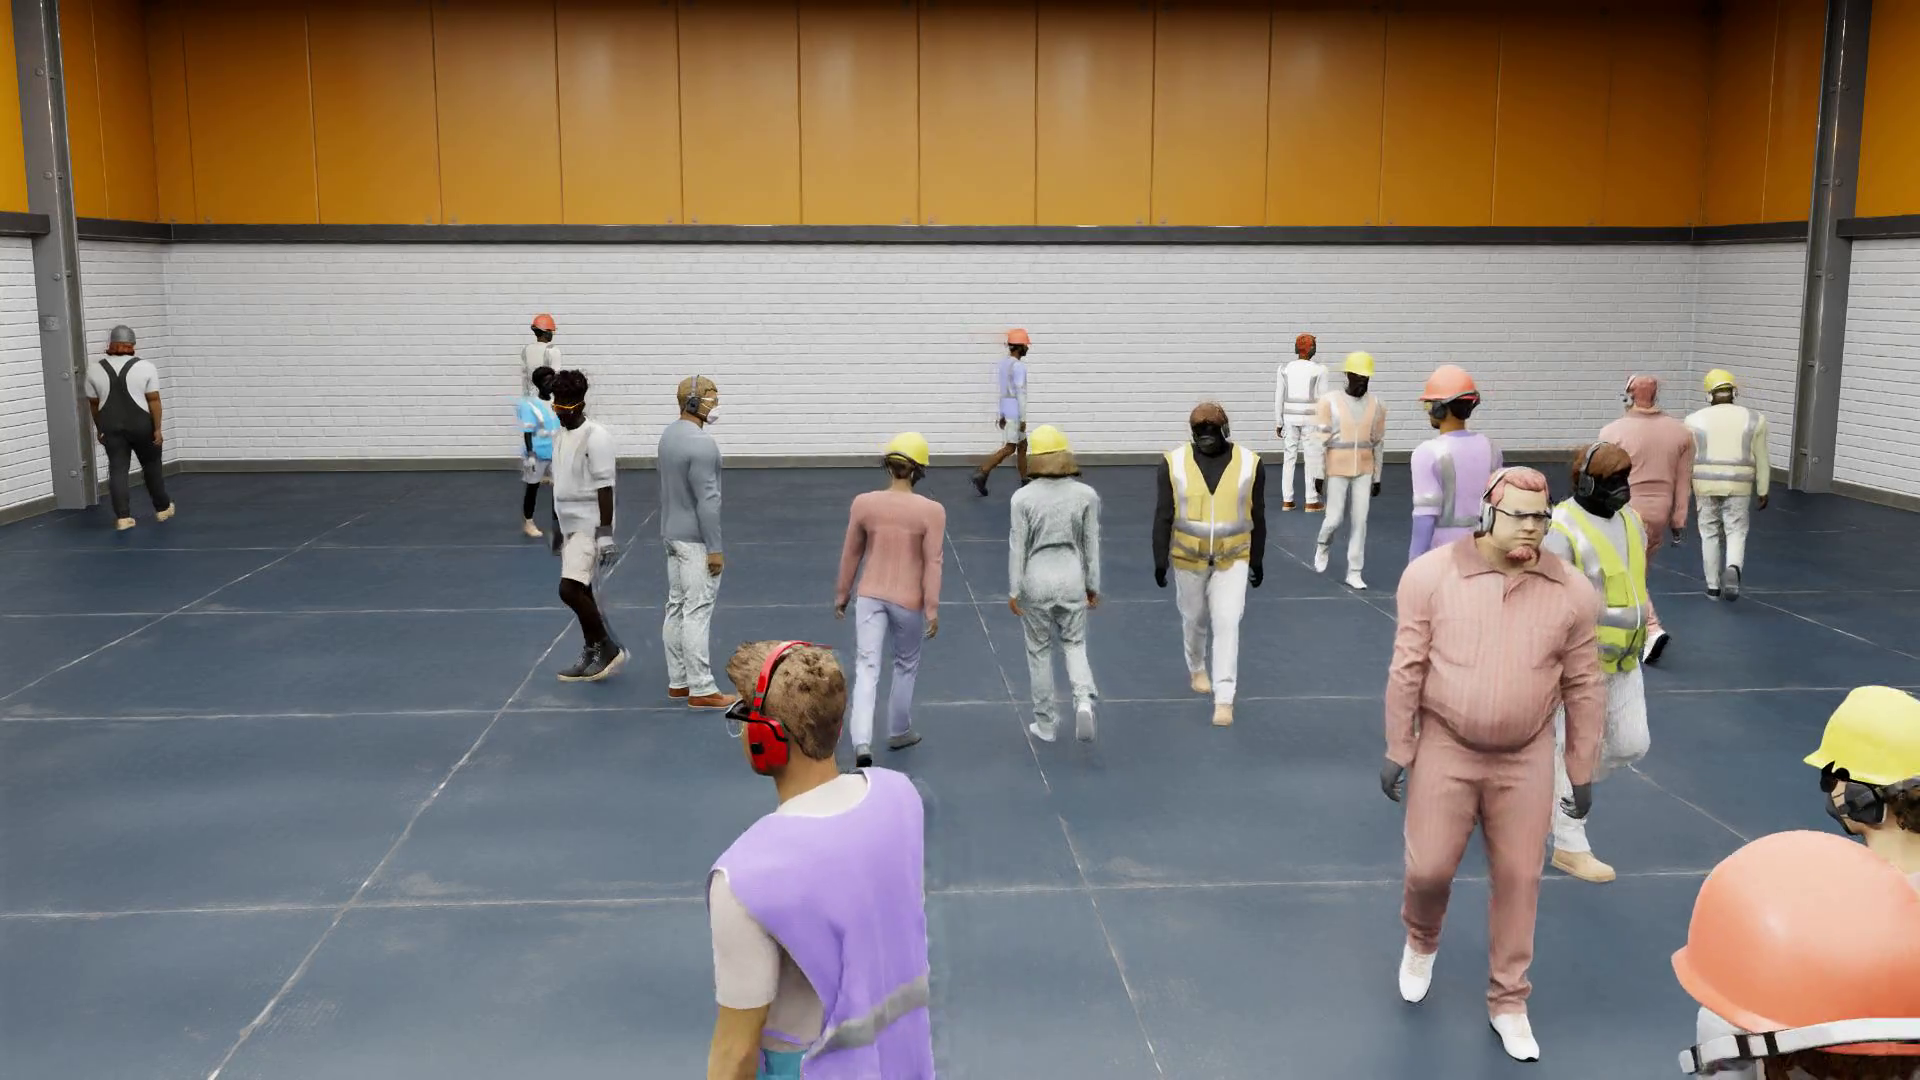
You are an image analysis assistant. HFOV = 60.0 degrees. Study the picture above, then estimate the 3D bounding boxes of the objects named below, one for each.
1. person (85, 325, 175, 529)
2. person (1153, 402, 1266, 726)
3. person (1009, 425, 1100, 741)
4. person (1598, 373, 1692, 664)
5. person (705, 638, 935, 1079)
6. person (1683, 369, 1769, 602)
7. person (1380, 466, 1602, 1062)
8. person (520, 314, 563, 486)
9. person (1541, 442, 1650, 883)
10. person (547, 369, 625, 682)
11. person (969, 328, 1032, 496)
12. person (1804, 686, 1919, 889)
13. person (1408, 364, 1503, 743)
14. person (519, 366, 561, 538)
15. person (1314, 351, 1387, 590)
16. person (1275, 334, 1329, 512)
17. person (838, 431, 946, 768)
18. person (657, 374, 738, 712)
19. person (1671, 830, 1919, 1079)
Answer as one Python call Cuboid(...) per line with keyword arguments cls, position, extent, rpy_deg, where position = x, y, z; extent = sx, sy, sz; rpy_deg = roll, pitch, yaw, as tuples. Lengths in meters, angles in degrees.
Cuboid(cls="person", position=(-8.284, -1.161, 16.646), extent=(0.711, 2.000, 0.944), rpy_deg=(-1, 9, -7))
Cuboid(cls="person", position=(1.437, 0.088, 9.604), extent=(0.642, 1.799, 0.942), rpy_deg=(1, 9, 8))
Cuboid(cls="person", position=(0.514, 0.254, 8.799), extent=(0.493, 1.717, 0.541), rpy_deg=(-2, 9, -12))
Cuboid(cls="person", position=(4.452, -0.151, 10.873), extent=(0.646, 1.871, 0.898), rpy_deg=(-2, 9, -10))
Cuboid(cls="person", position=(-0.275, 1.088, 3.190), extent=(0.449, 1.829, 0.586), rpy_deg=(5, 11, 31))
Cuboid(cls="person", position=(5.790, -0.391, 12.618), extent=(0.643, 1.788, 0.666), rpy_deg=(4, 10, 22))
Cuboid(cls="person", position=(1.729, 0.699, 5.418), extent=(0.698, 1.894, 0.548), rpy_deg=(1, 9, 5))
Cuboid(cls="person", position=(-4.927, -1.663, 19.796), extent=(0.610, 2.043, 0.375), rpy_deg=(5, 10, 28))
Cuboid(cls="person", position=(2.610, 0.494, 6.925), extent=(0.645, 1.823, 0.460), rpy_deg=(-6, 11, -34))
Cuboid(cls="person", position=(-2.317, -0.070, 10.117), extent=(0.424, 1.936, 0.670), rpy_deg=(-7, 11, -36))
Cuboid(cls="person", position=(0.535, -1.440, 18.827), extent=(0.883, 1.915, 0.559), rpy_deg=(-3, 9, -16))
Cuboid(cls="person", position=(1.717, 1.144, 3.049), extent=(0.543, 1.751, 0.480), rpy_deg=(-4, 10, -23))
Cuboid(cls="person", position=(2.514, 0.111, 8.652), extent=(0.615, 2.041, 0.386), rpy_deg=(-6, 11, -34))
Cuboid(cls="person", position=(-3.866, -0.806, 15.626), extent=(0.884, 1.641, 0.544), rpy_deg=(8, 12, 40))
Cuboid(cls="person", position=(3.121, -0.577, 13.387), extent=(0.594, 1.901, 0.612), rpy_deg=(-1, 9, -6))
Cuboid(cls="person", position=(3.625, -1.236, 17.612), extent=(0.584, 1.882, 0.337), rpy_deg=(5, 10, 30))
Cuboid(cls="person", position=(-0.379, 0.311, 8.423), extent=(0.586, 1.715, 0.898), rpy_deg=(3, 9, 16))
Cuboid(cls="person", position=(-1.535, 0.014, 9.601), extent=(0.378, 1.937, 0.628), rpy_deg=(-5, 10, -30))
Cuboid(cls="person", position=(0.816, 1.259, 1.786), extent=(0.624, 1.942, 1.023), rpy_deg=(-1, 9, -9))
